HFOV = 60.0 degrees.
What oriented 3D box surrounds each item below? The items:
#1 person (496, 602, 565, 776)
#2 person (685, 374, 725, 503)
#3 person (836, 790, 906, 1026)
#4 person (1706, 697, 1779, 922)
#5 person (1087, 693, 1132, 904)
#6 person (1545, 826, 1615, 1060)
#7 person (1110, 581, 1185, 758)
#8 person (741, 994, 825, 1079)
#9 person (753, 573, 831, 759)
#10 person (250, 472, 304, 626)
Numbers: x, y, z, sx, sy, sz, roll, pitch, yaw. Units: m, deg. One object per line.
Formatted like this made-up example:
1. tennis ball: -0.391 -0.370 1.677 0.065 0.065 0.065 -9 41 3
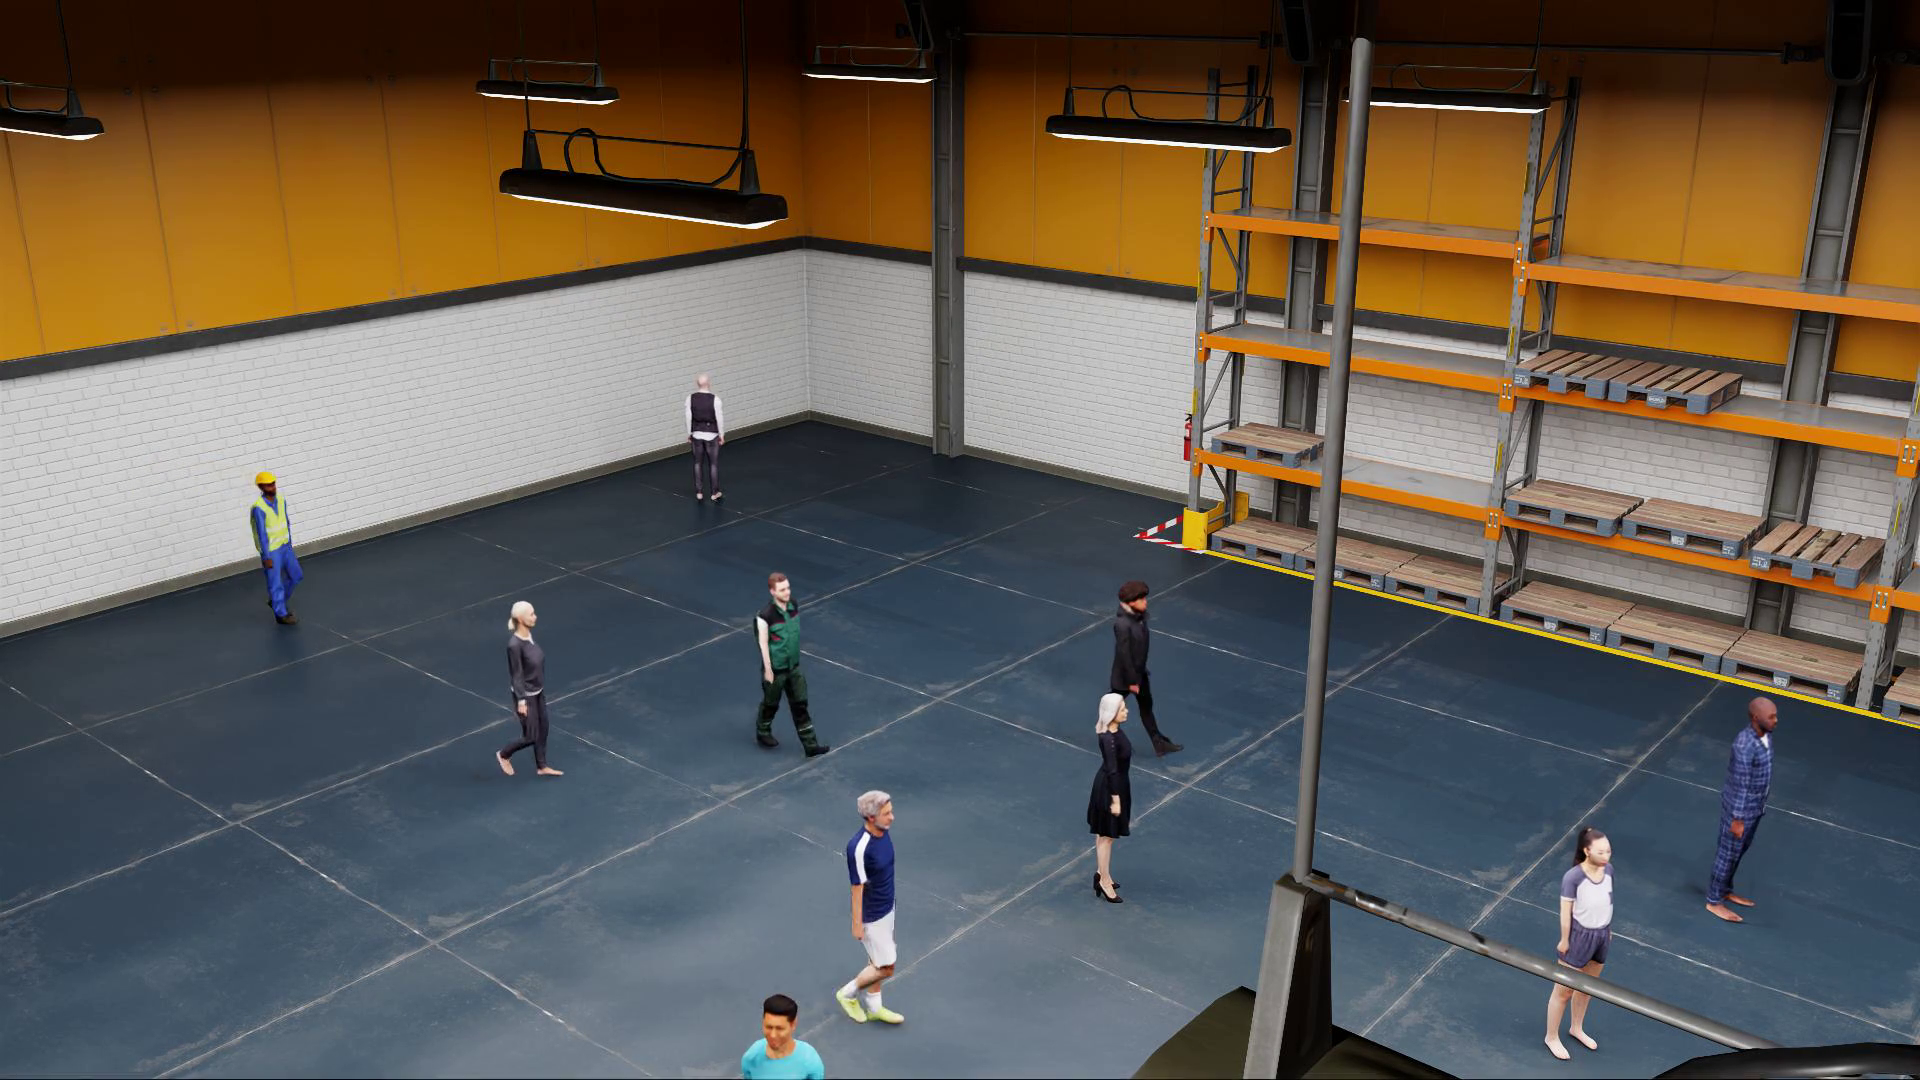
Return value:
1. person: -3.989 1.380 15.128 0.946 1.715 0.854 2 19 6
2. person: -3.567 -1.430 23.287 0.919 1.833 0.972 -1 19 -2
3. person: -0.669 2.543 11.495 0.840 1.829 0.783 5 19 16
4. person: 6.103 2.056 12.958 0.579 1.819 0.660 16 25 40
5. person: 1.200 2.019 13.179 0.738 1.747 0.699 1 19 4
6. person: 4.213 2.712 11.274 0.666 1.651 0.656 -9 21 -25
7. person: 1.513 1.210 15.573 0.997 1.752 0.713 12 22 31
8. person: -0.964 3.310 9.374 1.195 1.729 1.151 1 19 4
9. person: -1.734 1.174 15.626 1.127 1.787 0.675 16 24 39
10. person: -7.813 0.083 18.832 0.805 1.809 0.790 6 19 17
